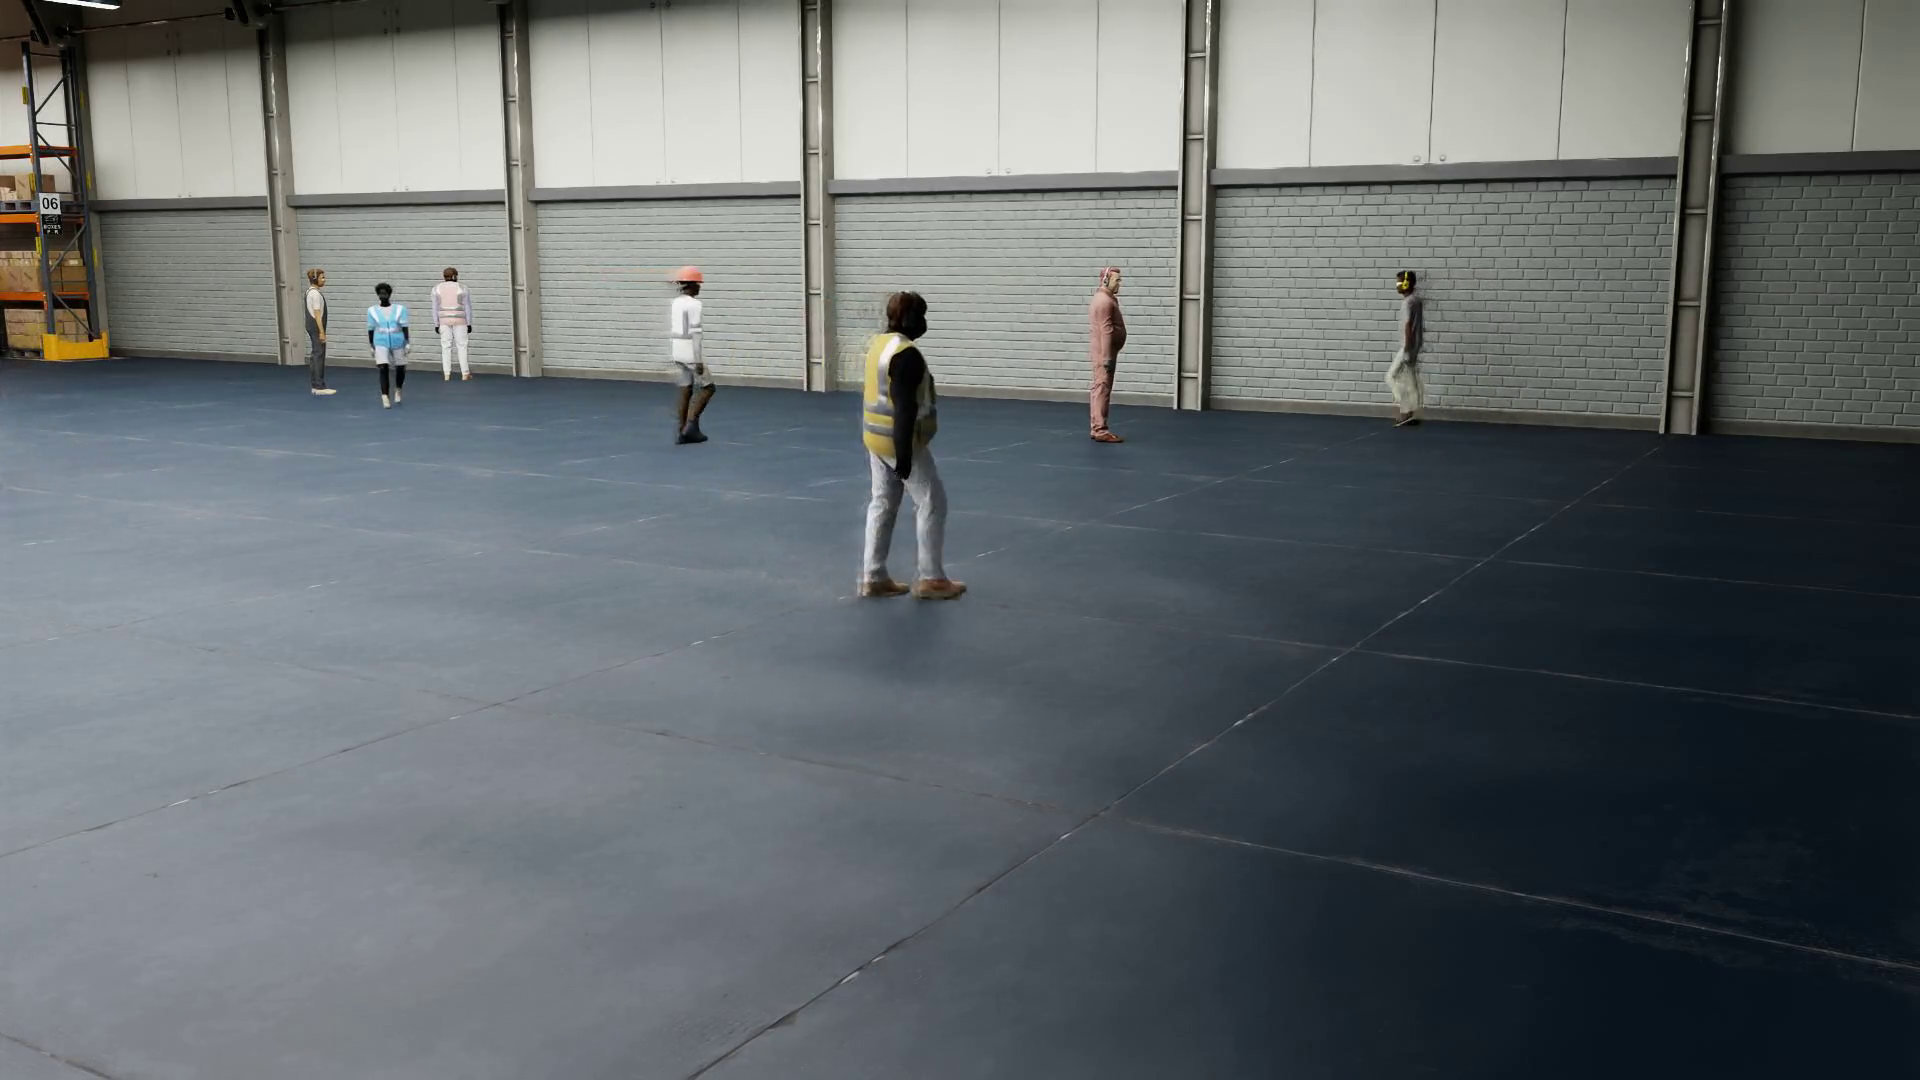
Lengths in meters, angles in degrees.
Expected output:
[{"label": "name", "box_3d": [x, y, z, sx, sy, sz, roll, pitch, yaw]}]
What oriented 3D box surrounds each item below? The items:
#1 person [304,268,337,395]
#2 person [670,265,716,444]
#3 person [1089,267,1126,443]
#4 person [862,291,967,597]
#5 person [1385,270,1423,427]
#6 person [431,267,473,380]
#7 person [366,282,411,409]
[{"label": "person", "box_3d": [-9.370, -3.038, 24.298, 0.333, 1.844, 0.513, -6, 11, -32]}, {"label": "person", "box_3d": [-2.883, -1.983, 17.908, 0.443, 1.916, 0.565, -8, 12, -38]}, {"label": "person", "box_3d": [1.613, -2.019, 18.168, 0.400, 1.905, 0.643, 0, 10, 0]}, {"label": "person", "box_3d": [-0.258, -0.552, 9.840, 0.741, 1.813, 0.644, -3, 10, -19]}, {"label": "person", "box_3d": [5.299, -2.258, 19.730, 0.456, 1.853, 0.536, 6, 11, 32]}, {"label": "person", "box_3d": [-8.286, -3.529, 27.200, 0.619, 1.839, 0.430, -1, 10, -4]}, {"label": "person", "box_3d": [-7.670, -2.618, 22.321, 0.555, 1.676, 0.688, -4, 11, -23]}]
